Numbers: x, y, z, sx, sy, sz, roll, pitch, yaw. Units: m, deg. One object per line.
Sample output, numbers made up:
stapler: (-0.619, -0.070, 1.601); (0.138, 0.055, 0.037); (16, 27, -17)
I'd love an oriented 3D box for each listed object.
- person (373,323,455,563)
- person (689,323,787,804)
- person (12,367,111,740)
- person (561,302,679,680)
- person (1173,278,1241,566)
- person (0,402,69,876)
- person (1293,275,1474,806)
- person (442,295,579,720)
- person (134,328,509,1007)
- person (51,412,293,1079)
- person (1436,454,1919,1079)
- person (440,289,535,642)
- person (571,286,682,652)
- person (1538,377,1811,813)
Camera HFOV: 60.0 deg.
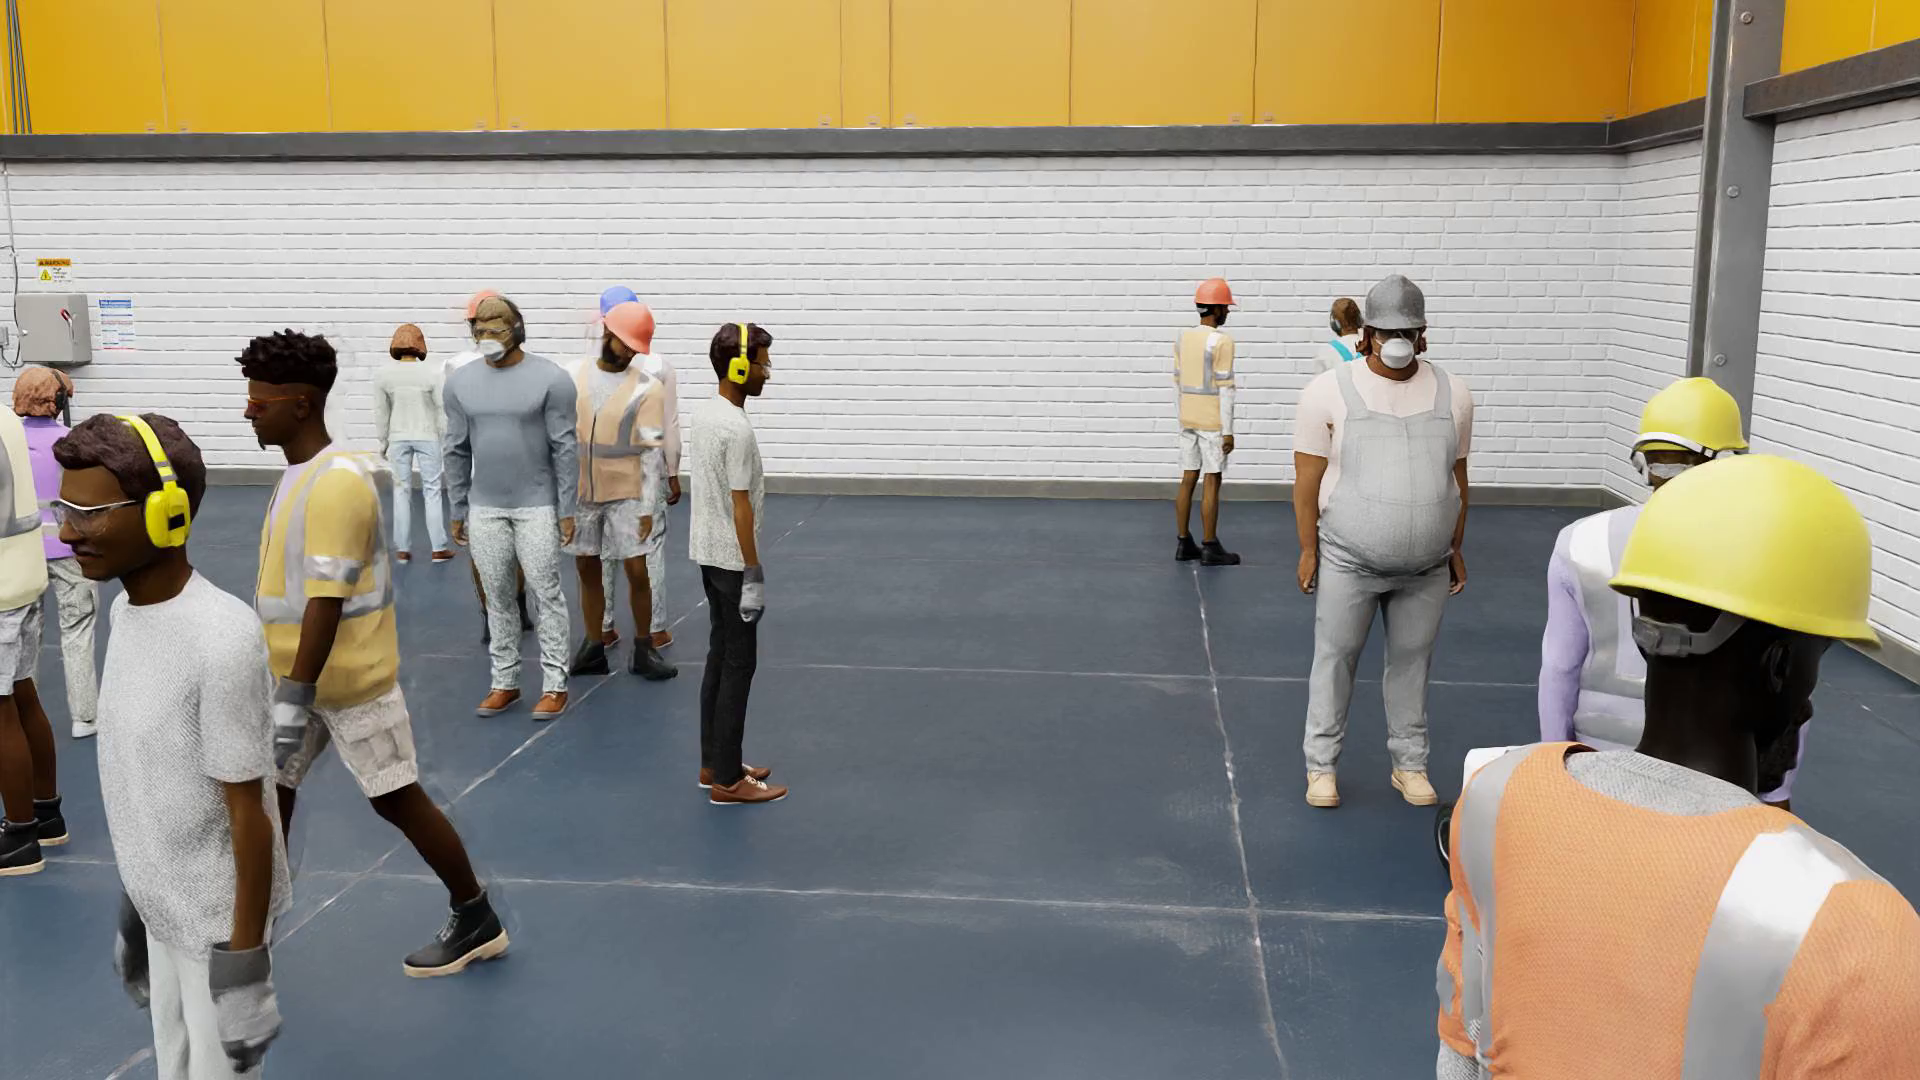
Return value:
person: (-3.712, -0.654, 11.320); (0.498, 1.633, 0.283); (-1, 10, -3)
person: (-0.860, 0.099, 6.400); (0.344, 1.853, 0.525); (-5, 11, -25)
person: (-3.937, 0.066, 7.214); (0.523, 1.631, 0.319); (-1, 10, -7)
person: (-1.764, -0.217, 8.137); (0.669, 1.884, 0.369); (2, 10, 12)
person: (1.678, -0.796, 11.265); (0.379, 1.937, 0.547); (-6, 12, -32)
person: (-3.330, 0.172, 5.684); (0.370, 1.958, 0.598); (-3, 10, -17)
person: (1.620, 0.018, 6.309); (0.688, 2.000, 0.536); (0, 10, -2)
person: (-2.037, -0.142, 7.565); (0.636, 1.928, 0.387); (1, 10, 8)
person: (-1.800, 0.365, 4.692); (1.008, 1.918, 0.605); (-7, 12, -36)
person: (-1.358, 0.698, 2.943); (0.322, 1.861, 0.517); (-9, 14, -43)
person: (0.768, 0.864, 1.811); (0.379, 1.921, 0.586); (-5, 11, -25)
person: (-2.529, -0.399, 9.060); (0.536, 1.910, 0.455); (1, 10, 3)
person: (-1.767, -0.363, 8.793); (0.604, 1.939, 0.414); (0, 10, 3)
person: (1.695, 0.529, 3.989); (0.591, 1.829, 0.404); (4, 11, 24)
